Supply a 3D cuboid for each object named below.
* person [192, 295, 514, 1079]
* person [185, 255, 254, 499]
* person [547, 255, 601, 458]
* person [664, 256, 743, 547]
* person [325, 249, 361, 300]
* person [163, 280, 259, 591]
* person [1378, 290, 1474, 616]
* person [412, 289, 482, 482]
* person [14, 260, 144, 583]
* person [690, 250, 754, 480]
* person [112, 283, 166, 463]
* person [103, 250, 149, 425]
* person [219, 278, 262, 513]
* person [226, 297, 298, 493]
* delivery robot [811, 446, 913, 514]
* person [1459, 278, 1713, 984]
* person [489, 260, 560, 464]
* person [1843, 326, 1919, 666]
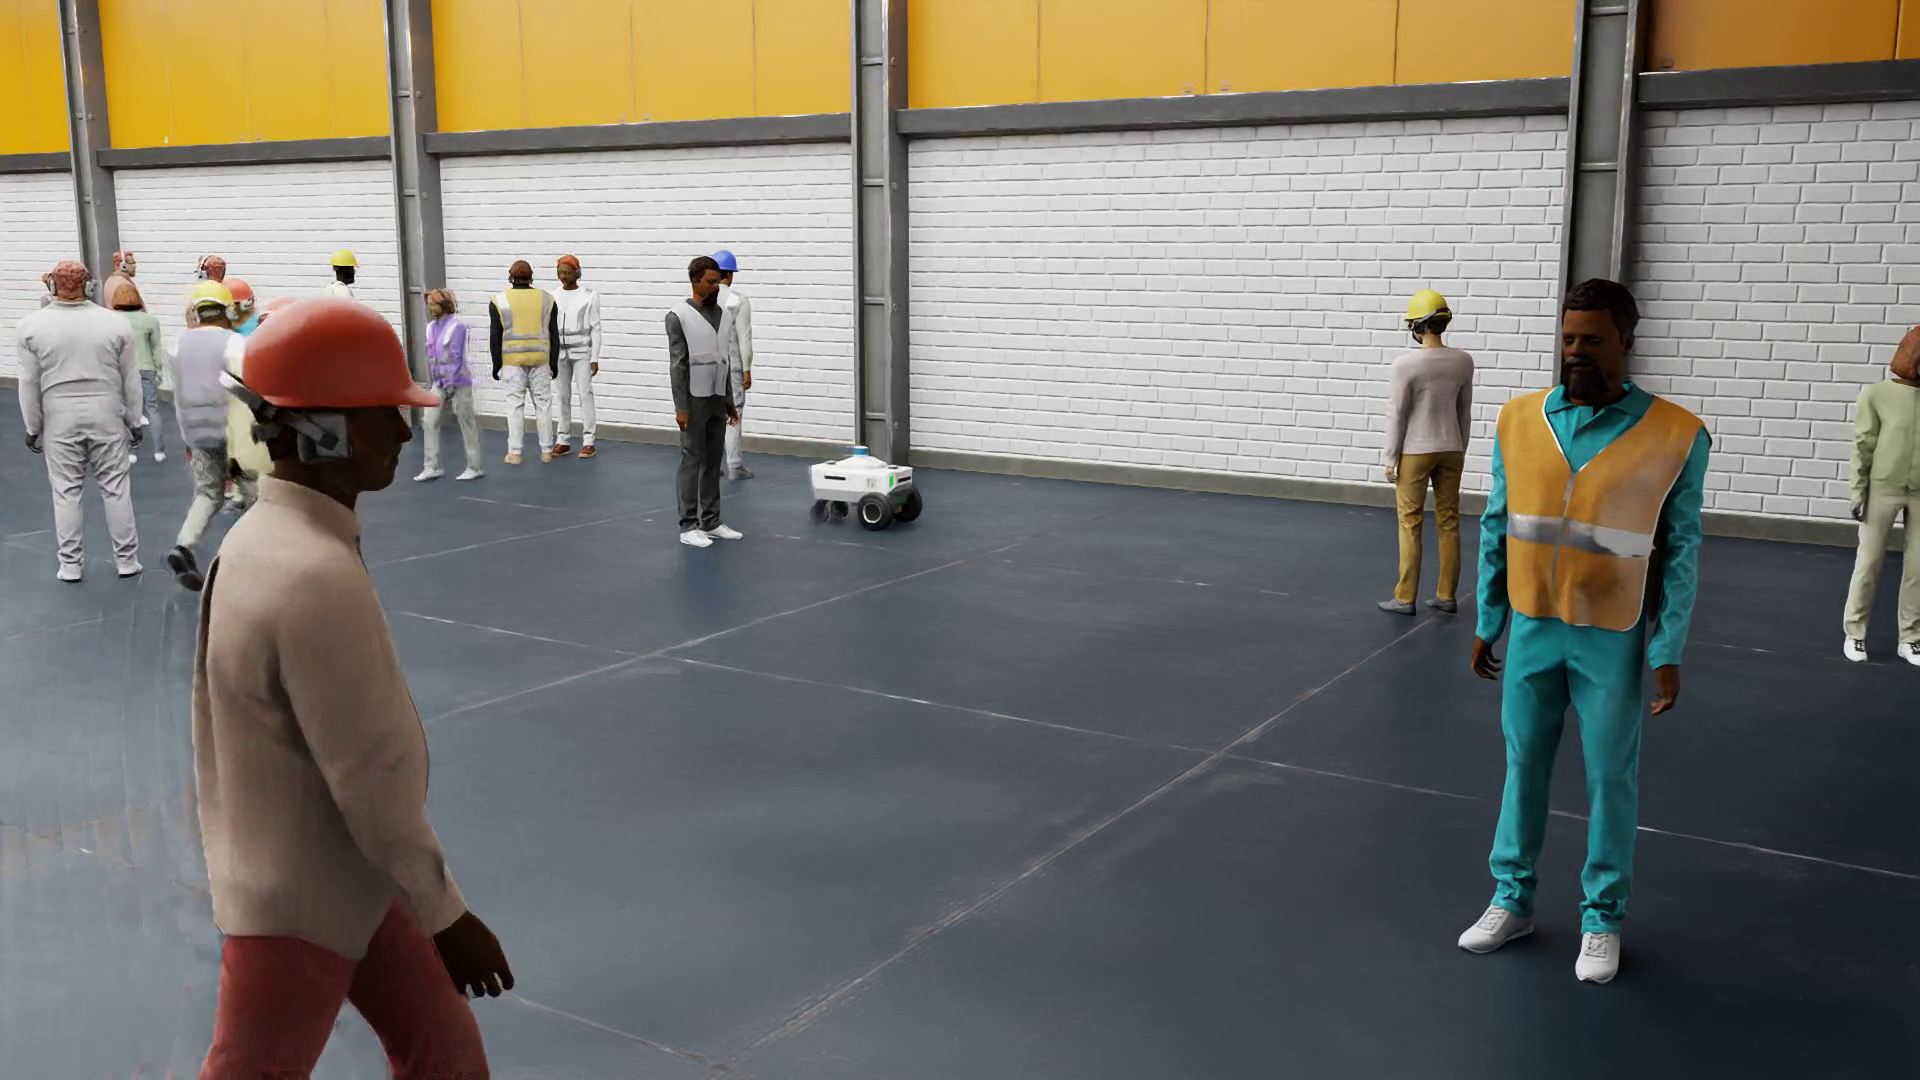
[{"bbox_3d":[-1.086,0.569,2.779,1.078,1.944,0.599,-4,11,-21],"label":"person"},{"bbox_3d":[-5.823,-1.273,13.058,0.410,1.909,0.643,3,11,16],"label":"person"},{"bbox_3d":[-3.623,-1.705,15.512,0.575,1.884,0.355,2,10,13],"label":"person"},{"bbox_3d":[-1.718,-0.928,11.114,0.391,1.920,0.593,6,12,29],"label":"person"},{"bbox_3d":[-6.238,-1.979,16.917,0.382,1.925,0.584,-7,12,-32],"label":"person"},{"bbox_3d":[-4.289,-0.590,9.581,0.610,1.797,0.684,1,10,4],"label":"person"},{"bbox_3d":[2.515,-0.465,8.997,0.524,1.761,0.339,-3,11,-18],"label":"person"},{"bbox_3d":[-4.317,-1.276,13.869,0.533,1.611,0.683,7,12,34],"label":"person"},{"bbox_3d":[-5.208,-0.701,9.886,0.651,1.907,0.409,-6,12,-30],"label":"person"},{"bbox_3d":[-2.004,-1.470,14.071,0.598,1.938,0.414,5,11,26],"label":"person"},{"bbox_3d":[-7.529,-1.517,15.160,0.501,1.634,0.281,-7,13,-35],"label":"person"},{"bbox_3d":[-9.142,-2.220,18.304,0.399,1.909,0.642,-8,13,-39],"label":"person"},{"bbox_3d":[-5.292,-1.056,12.297,0.561,1.745,0.340,3,11,18],"label":"person"},{"bbox_3d":[-3.671,-0.453,9.018,0.577,1.714,0.588,7,12,34],"label":"person"},{"bbox_3d":[-0.700,-0.425,11.843,0.707,0.478,0.477,5,11,28],"label":"delivery robot"},{"bbox_3d":[1.716,0.246,4.602,0.587,1.920,0.391,8,13,38],"label":"person"},{"bbox_3d":[-3.950,-1.611,15.110,0.633,1.843,0.429,-5,11,-26],"label":"person"},{"bbox_3d":[4.501,-0.205,7.929,0.499,1.629,0.288,3,11,15],"label":"person"}]
